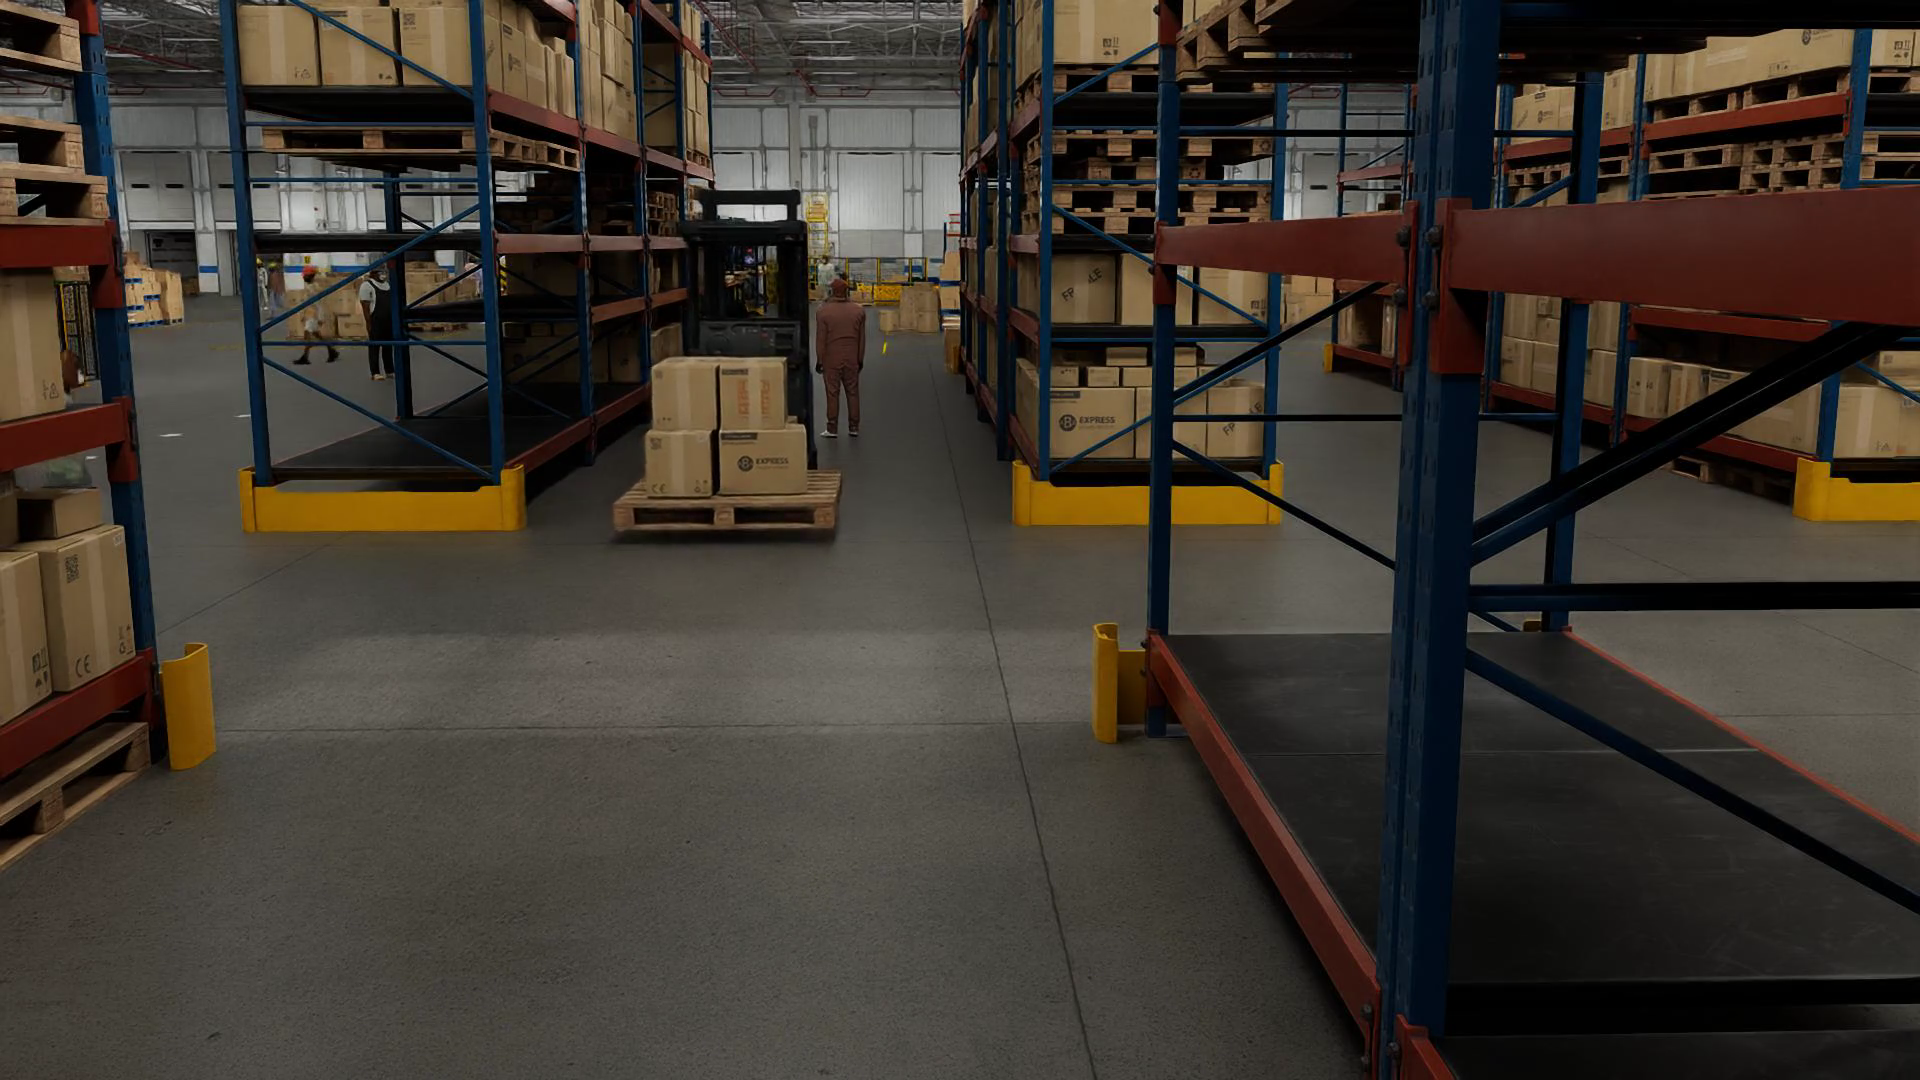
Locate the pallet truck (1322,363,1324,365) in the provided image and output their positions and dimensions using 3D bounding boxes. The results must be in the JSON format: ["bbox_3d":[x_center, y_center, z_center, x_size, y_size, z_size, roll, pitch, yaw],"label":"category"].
[{"bbox_3d":[7.712,-4.157,30.737,1.885,1.965,0.823,3,11,16],"label":"pallet truck"}]

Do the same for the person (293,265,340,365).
[{"bbox_3d":[-12.409,-4.331,31.967,0.897,1.909,0.559,-7,12,-34],"label":"person"}]

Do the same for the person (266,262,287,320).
[{"bbox_3d":[-20.501,-7.472,49.904,0.665,1.743,0.533,-3,11,-17],"label":"person"}]

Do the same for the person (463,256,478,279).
[{"bbox_3d":[-16.911,-8.931,57.776,0.633,1.839,0.429,4,11,22],"label":"person"}]

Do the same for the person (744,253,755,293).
[{"bbox_3d":[-8.404,-10.425,65.913,0.559,1.909,0.745,2,10,10],"label":"person"}]

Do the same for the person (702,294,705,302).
[{"bbox_3d":[-8.466,-8.573,55.840,0.469,1.825,0.540,5,11,26],"label":"person"}]

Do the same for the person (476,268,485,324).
[{"bbox_3d":[-13.461,-7.097,47.356,0.582,1.919,0.395,-4,11,-19],"label":"person"}]

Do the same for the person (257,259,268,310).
[{"bbox_3d":[-24.182,-8.827,57.476,0.492,1.737,0.324,2,10,11],"label":"person"}]

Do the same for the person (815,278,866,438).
[{"bbox_3d":[-1.446,-2.176,19.957,0.641,1.908,0.407,-5,11,-27],"label":"person"}]

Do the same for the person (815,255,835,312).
[{"bbox_3d":[-4.435,-8.355,54.381,0.653,1.897,0.942,4,11,23],"label":"person"}]

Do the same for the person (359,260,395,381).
[{"bbox_3d":[-9.802,-3.734,28.262,0.538,2.000,0.687,5,11,27],"label":"person"}]

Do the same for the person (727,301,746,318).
[{"bbox_3d":[-2.451,-1.792,18.399,0.540,1.696,0.315,-6,12,-31],"label":"person"}]

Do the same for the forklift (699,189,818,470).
[{"bbox_3d":[-1.957,-1.916,15.795,1.129,2.768,1.873,0,10,-2],"label":"forklift"}]

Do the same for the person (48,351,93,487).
[{"bbox_3d":[-6.070,-0.470,11.247,0.616,1.616,0.507,-3,11,-14],"label":"person"}]
